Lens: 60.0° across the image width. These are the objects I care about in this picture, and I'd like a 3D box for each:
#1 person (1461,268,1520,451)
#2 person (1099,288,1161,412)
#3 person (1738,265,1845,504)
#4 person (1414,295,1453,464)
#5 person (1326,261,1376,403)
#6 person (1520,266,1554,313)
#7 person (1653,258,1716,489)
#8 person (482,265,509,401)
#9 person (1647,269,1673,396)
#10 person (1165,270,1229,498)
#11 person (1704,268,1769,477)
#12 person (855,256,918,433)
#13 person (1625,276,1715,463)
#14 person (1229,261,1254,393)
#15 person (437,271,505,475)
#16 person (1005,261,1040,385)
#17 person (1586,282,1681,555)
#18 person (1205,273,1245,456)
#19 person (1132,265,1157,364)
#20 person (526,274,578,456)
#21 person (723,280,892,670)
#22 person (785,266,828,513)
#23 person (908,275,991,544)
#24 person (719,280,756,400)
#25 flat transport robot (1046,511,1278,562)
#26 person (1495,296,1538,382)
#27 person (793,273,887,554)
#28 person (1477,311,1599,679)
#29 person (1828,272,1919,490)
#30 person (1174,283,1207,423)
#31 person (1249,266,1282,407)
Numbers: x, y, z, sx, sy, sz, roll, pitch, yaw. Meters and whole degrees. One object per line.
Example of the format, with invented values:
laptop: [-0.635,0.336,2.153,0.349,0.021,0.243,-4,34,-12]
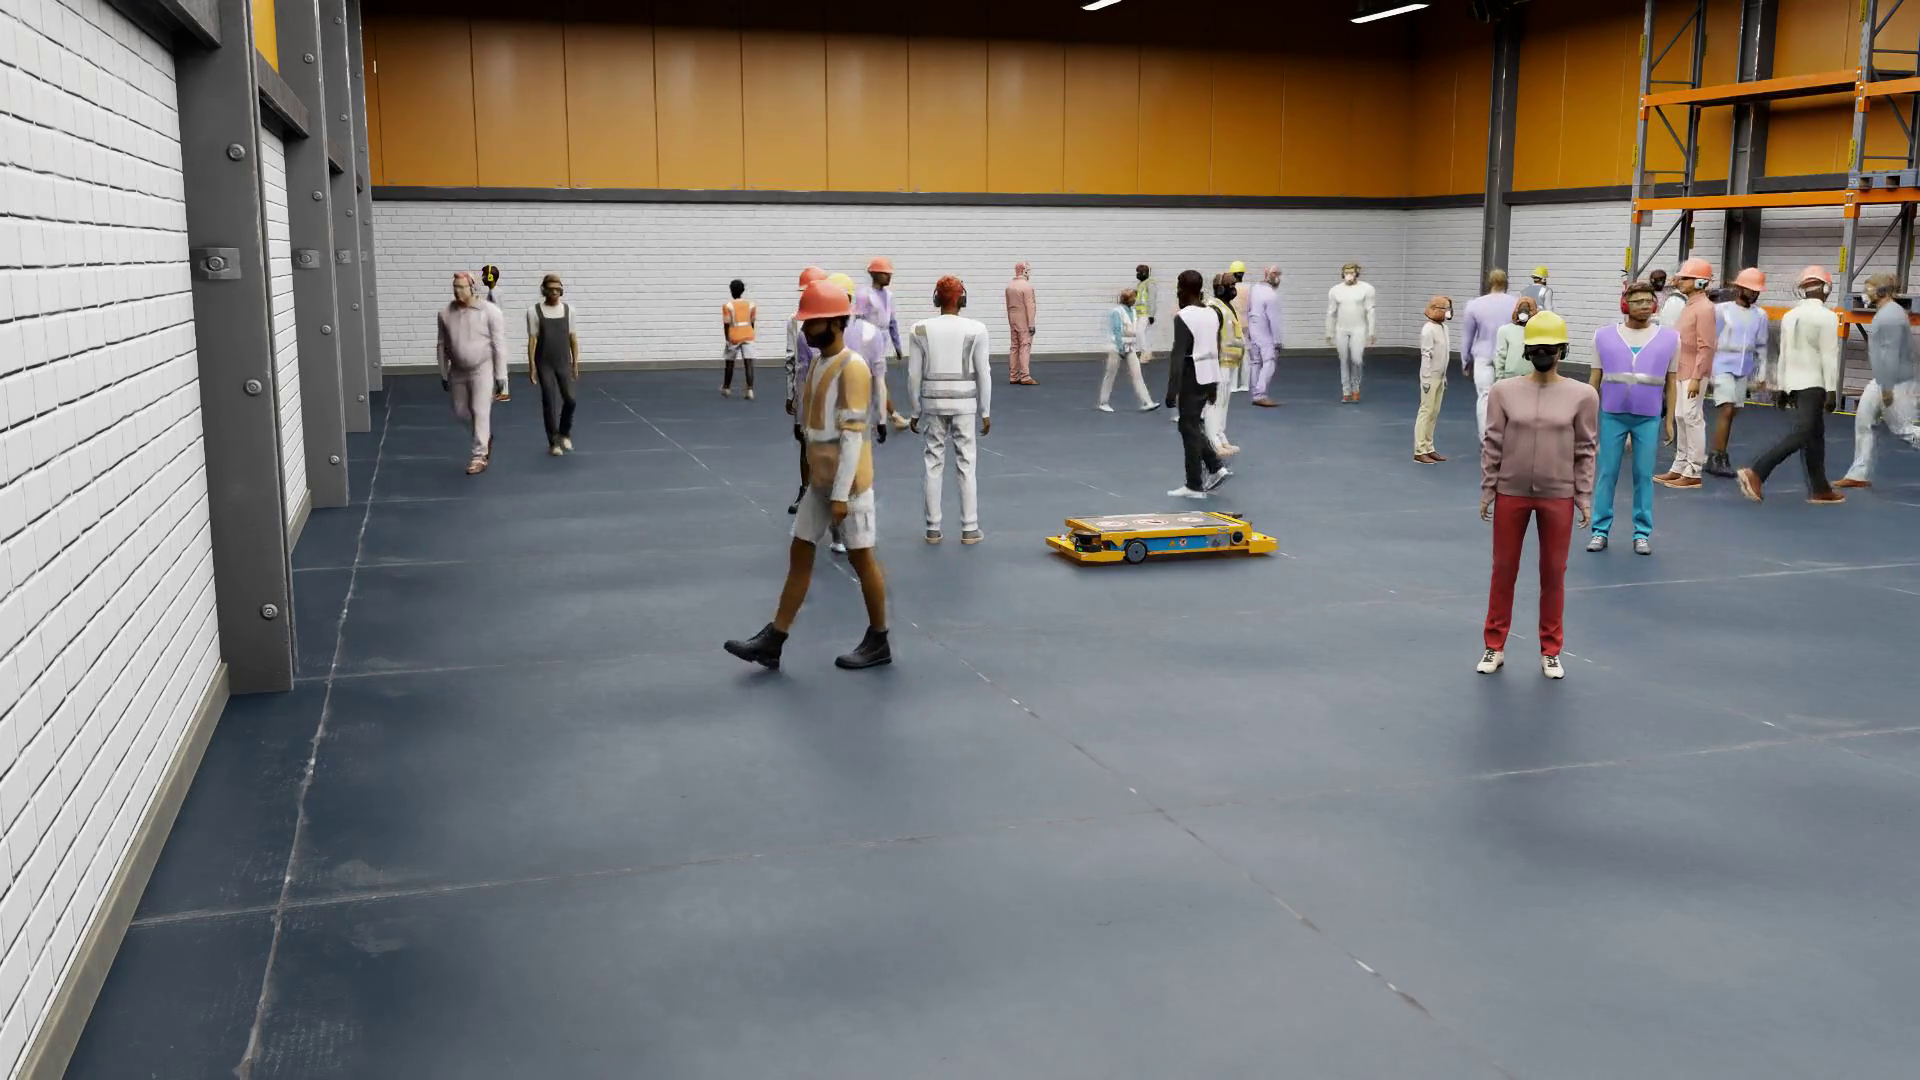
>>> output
person: [5.544,-1.873,17.307,0.647,1.882,1.051,2,10,14]
person: [2.131,-2.407,21.220,0.870,1.593,0.531,9,14,44]
person: [6.799,-1.251,13.504,0.915,1.949,0.637,-1,10,-6]
person: [4.626,-1.563,16.209,0.266,1.631,0.507,7,12,36]
person: [5.268,-2.798,22.516,0.664,1.923,0.485,5,11,27]
person: [9.244,-3.459,26.604,0.403,1.835,0.588,-6,12,-33]
person: [6.349,-1.446,14.482,0.375,1.997,0.611,1,10,7]
person: [-6.421,-2.849,22.975,0.310,1.868,0.533,-2,10,-11]
person: [9.753,-2.915,23.498,0.633,1.820,0.721,-2,10,-10]
person: [1.947,-1.290,13.865,0.436,1.906,0.606,6,11,31]
person: [7.093,-1.510,15.126,0.571,1.899,0.788,-1,10,-9]
person: [-0.870,-2.211,18.916,1.029,1.988,0.631,5,11,28]
person: [6.969,-1.785,16.316,0.860,2.000,0.706,7,12,36]
person: [4.047,-3.113,24.333,0.592,1.924,0.379,-5,11,-29]
person: [-4.545,-1.577,15.590,0.656,1.886,0.738,2,10,10]
person: [0.978,-3.351,25.760,0.410,1.913,0.642,-6,12,-32]
person: [4.565,-0.825,11.323,0.570,1.843,0.377,4,11,22]
person: [2.665,-1.778,16.852,0.429,1.844,0.626,4,11,22]
person: [3.345,-4.119,30.452,0.463,1.823,0.650,-3,10,-18]
person: [-4.084,-1.750,16.715,0.518,1.828,0.400,-4,11,-24]
person: [-0.718,-0.283,8.018,0.877,1.901,0.571,-6,11,-29]
person: [-1.115,-1.158,12.986,0.552,1.935,0.360,3,10,17]
person: [-0.071,-0.906,11.680,0.585,1.882,0.337,2,10,9]
person: [-3.122,-2.814,23.361,0.539,1.650,0.869,-5,11,-29]
flat transport robot: [1.366,-0.035,11.305,1.431,0.197,0.652,-3,10,-17]
person: [5.356,-1.508,15.893,0.498,1.633,0.284,0,10,2]
person: [-0.821,-0.857,11.339,0.611,1.904,0.477,-2,10,-13]
person: [2.771,-0.212,8.002,0.524,1.769,0.314,4,10,20]
person: [8.026,-1.330,14.139,0.957,1.888,0.671,4,11,22]
person: [2.824,-2.246,19.846,0.616,1.747,0.541,9,13,41]
person: [4.074,-2.711,22.207,0.447,1.867,0.718,-3,10,-19]
